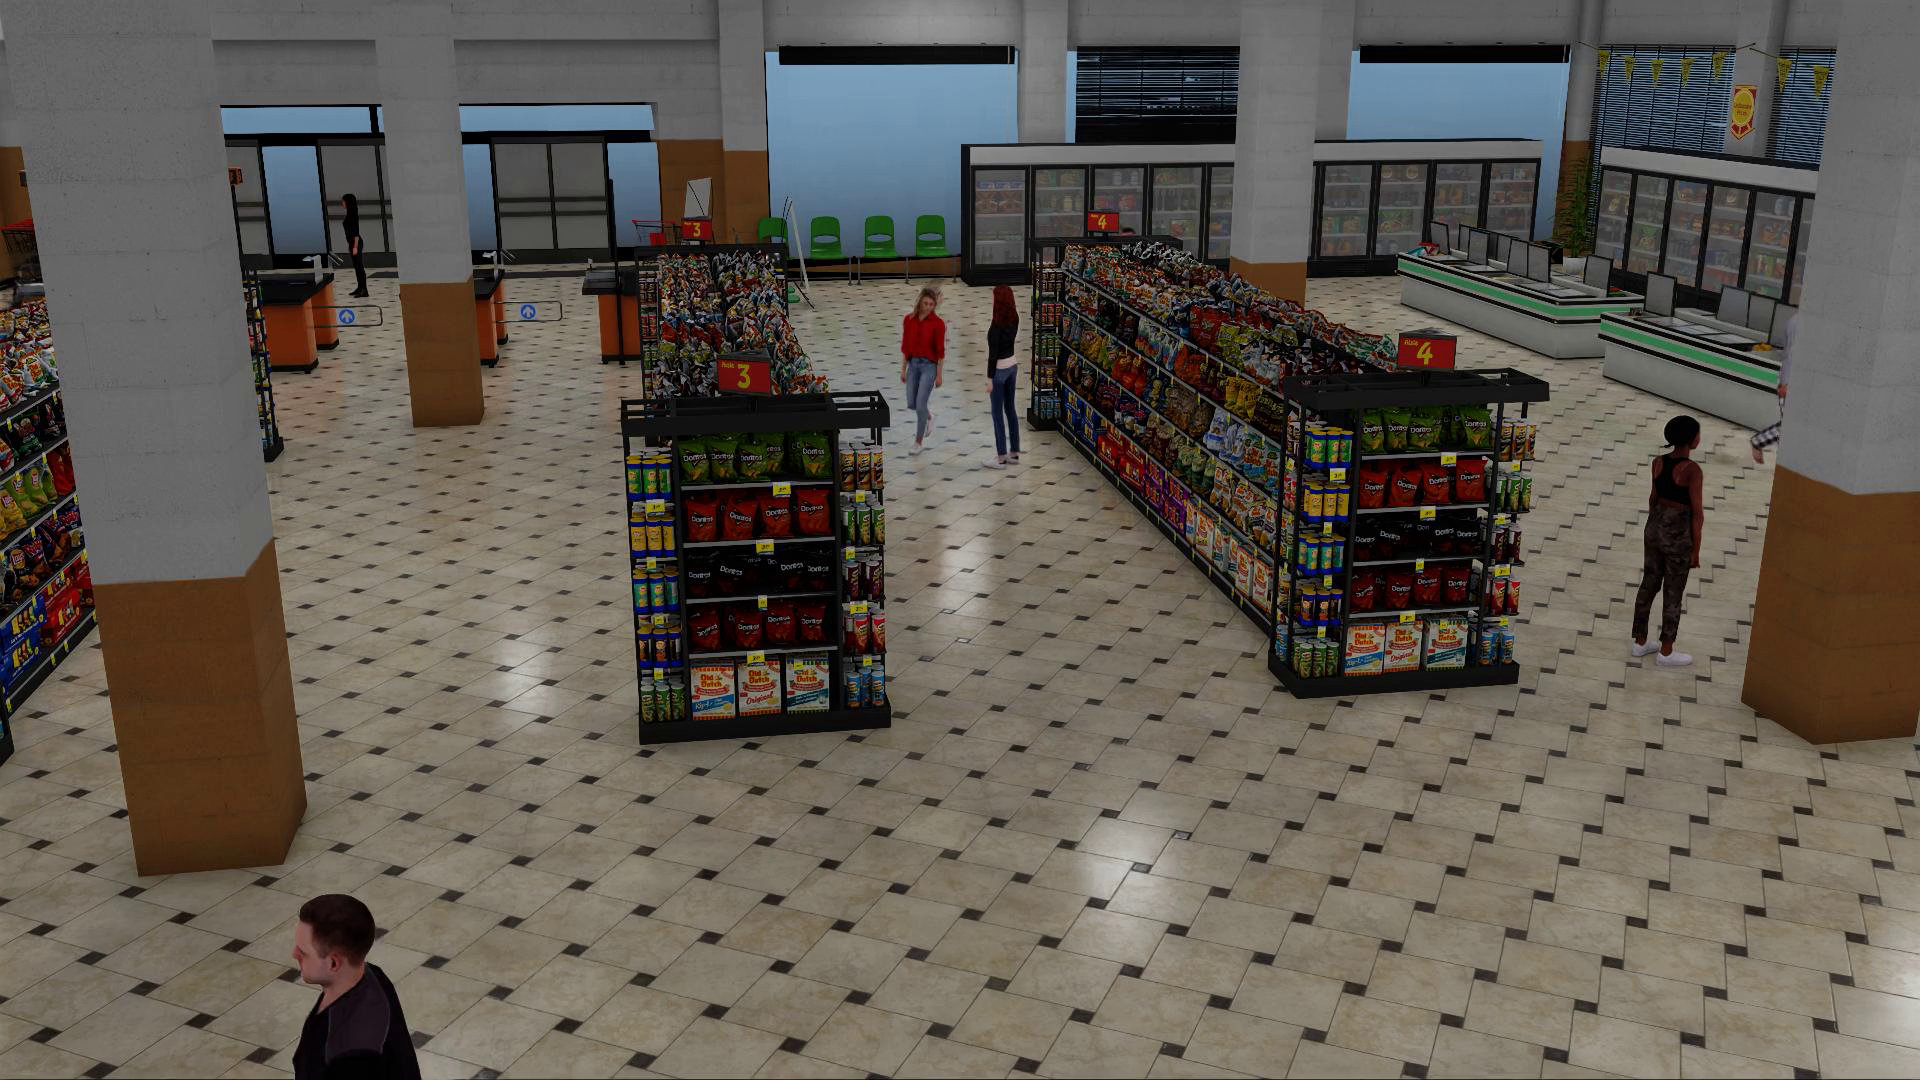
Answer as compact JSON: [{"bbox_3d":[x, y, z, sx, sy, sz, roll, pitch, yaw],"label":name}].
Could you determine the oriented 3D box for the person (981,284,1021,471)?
[{"bbox_3d":[0.419,-1.592,16.164,0.716,1.788,0.648,10,20,31],"label":"person"}]

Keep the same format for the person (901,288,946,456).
[{"bbox_3d":[-0.341,-1.699,16.703,0.869,1.680,0.966,8,19,25],"label":"person"}]

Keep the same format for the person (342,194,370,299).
[{"bbox_3d":[-9.759,-4.762,26.857,0.697,1.642,0.560,-10,20,-31],"label":"person"}]

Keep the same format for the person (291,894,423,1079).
[{"bbox_3d":[-1.618,1.829,4.857,0.810,1.812,1.060,-5,17,-15],"label":"person"}]

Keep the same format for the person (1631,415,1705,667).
[{"bbox_3d":[4.733,-0.006,11.092,0.687,1.701,0.555,-8,19,-24],"label":"person"}]
